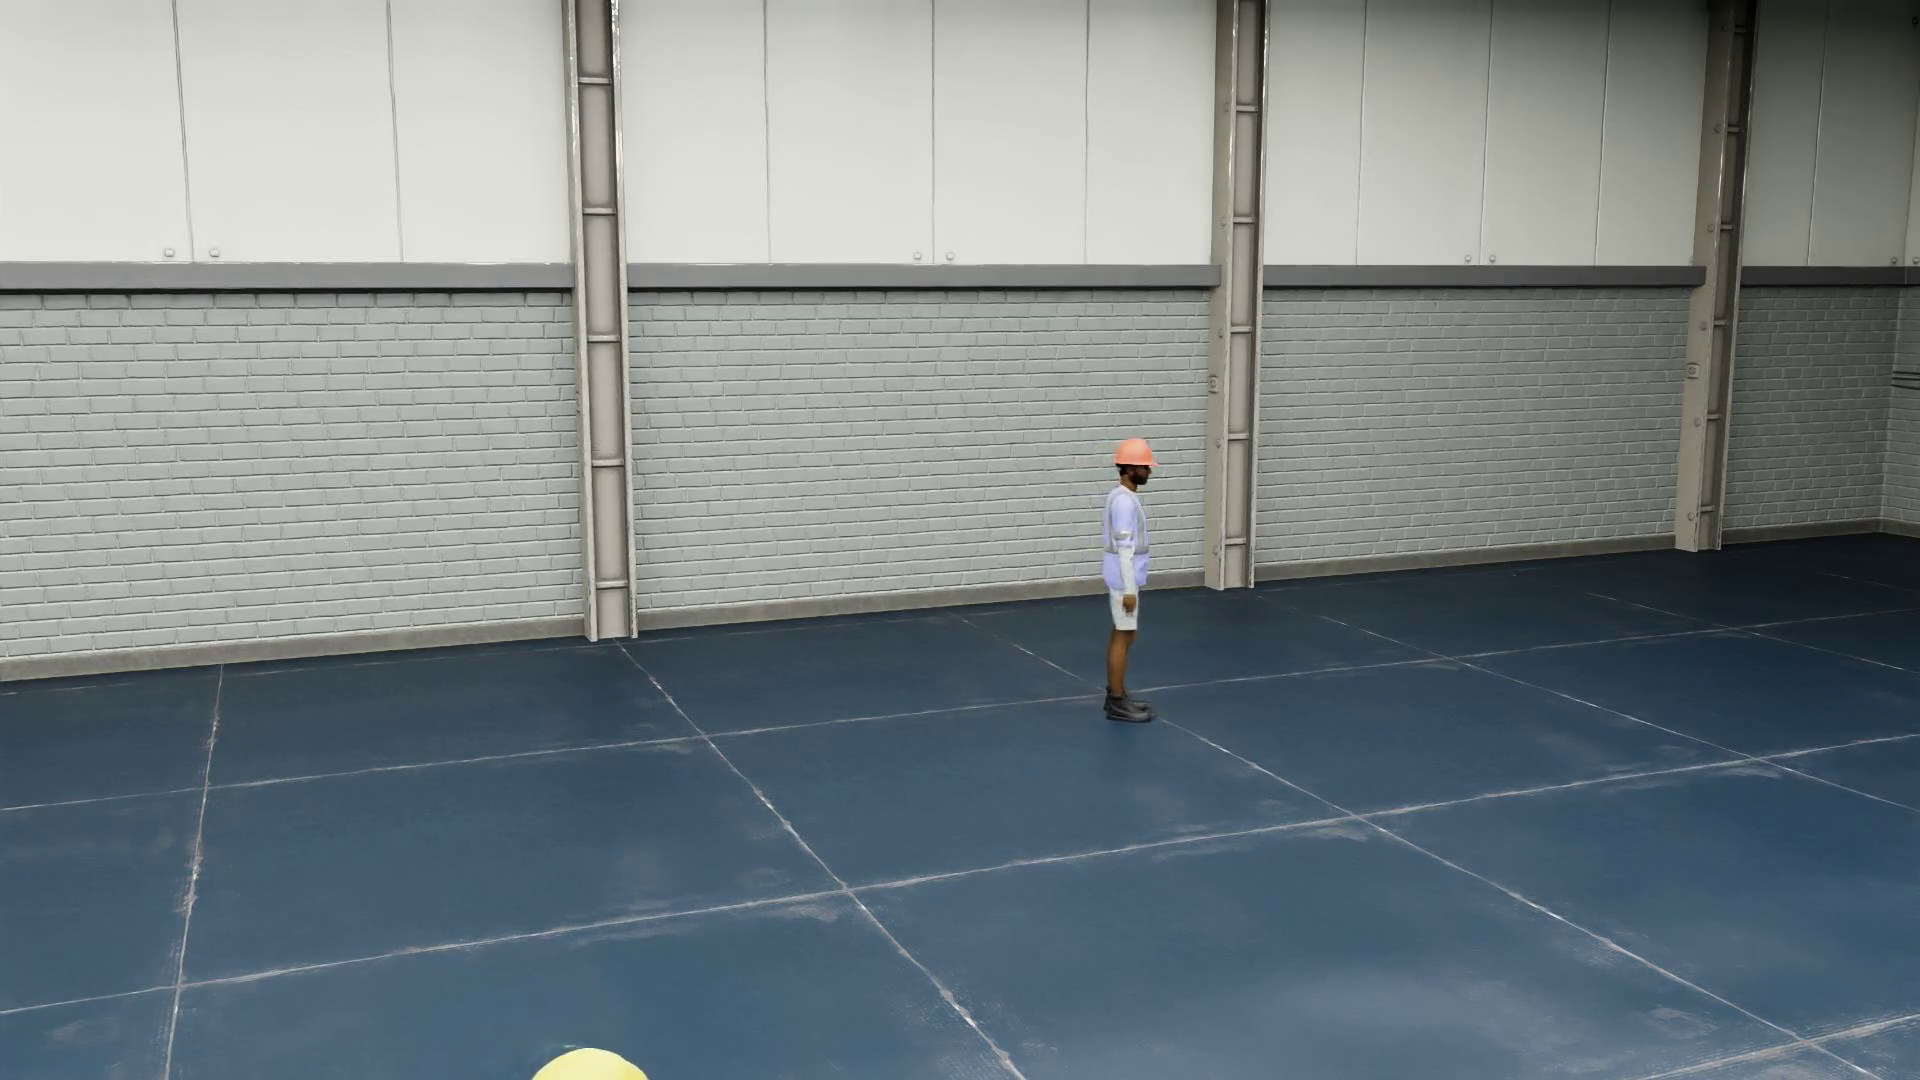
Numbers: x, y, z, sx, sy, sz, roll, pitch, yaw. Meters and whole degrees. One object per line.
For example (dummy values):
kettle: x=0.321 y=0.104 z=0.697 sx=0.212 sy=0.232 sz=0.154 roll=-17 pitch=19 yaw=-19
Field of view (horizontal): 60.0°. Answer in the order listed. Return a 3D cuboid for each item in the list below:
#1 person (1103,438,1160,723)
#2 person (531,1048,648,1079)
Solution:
person: x=1.165 y=0.268 z=11.363 sx=0.375 sy=1.933 sz=0.550 roll=0 pitch=9 yaw=3
person: x=-0.661 y=1.694 z=2.784 sx=0.617 sy=1.813 sz=0.599 roll=4 pitch=10 yaw=25
